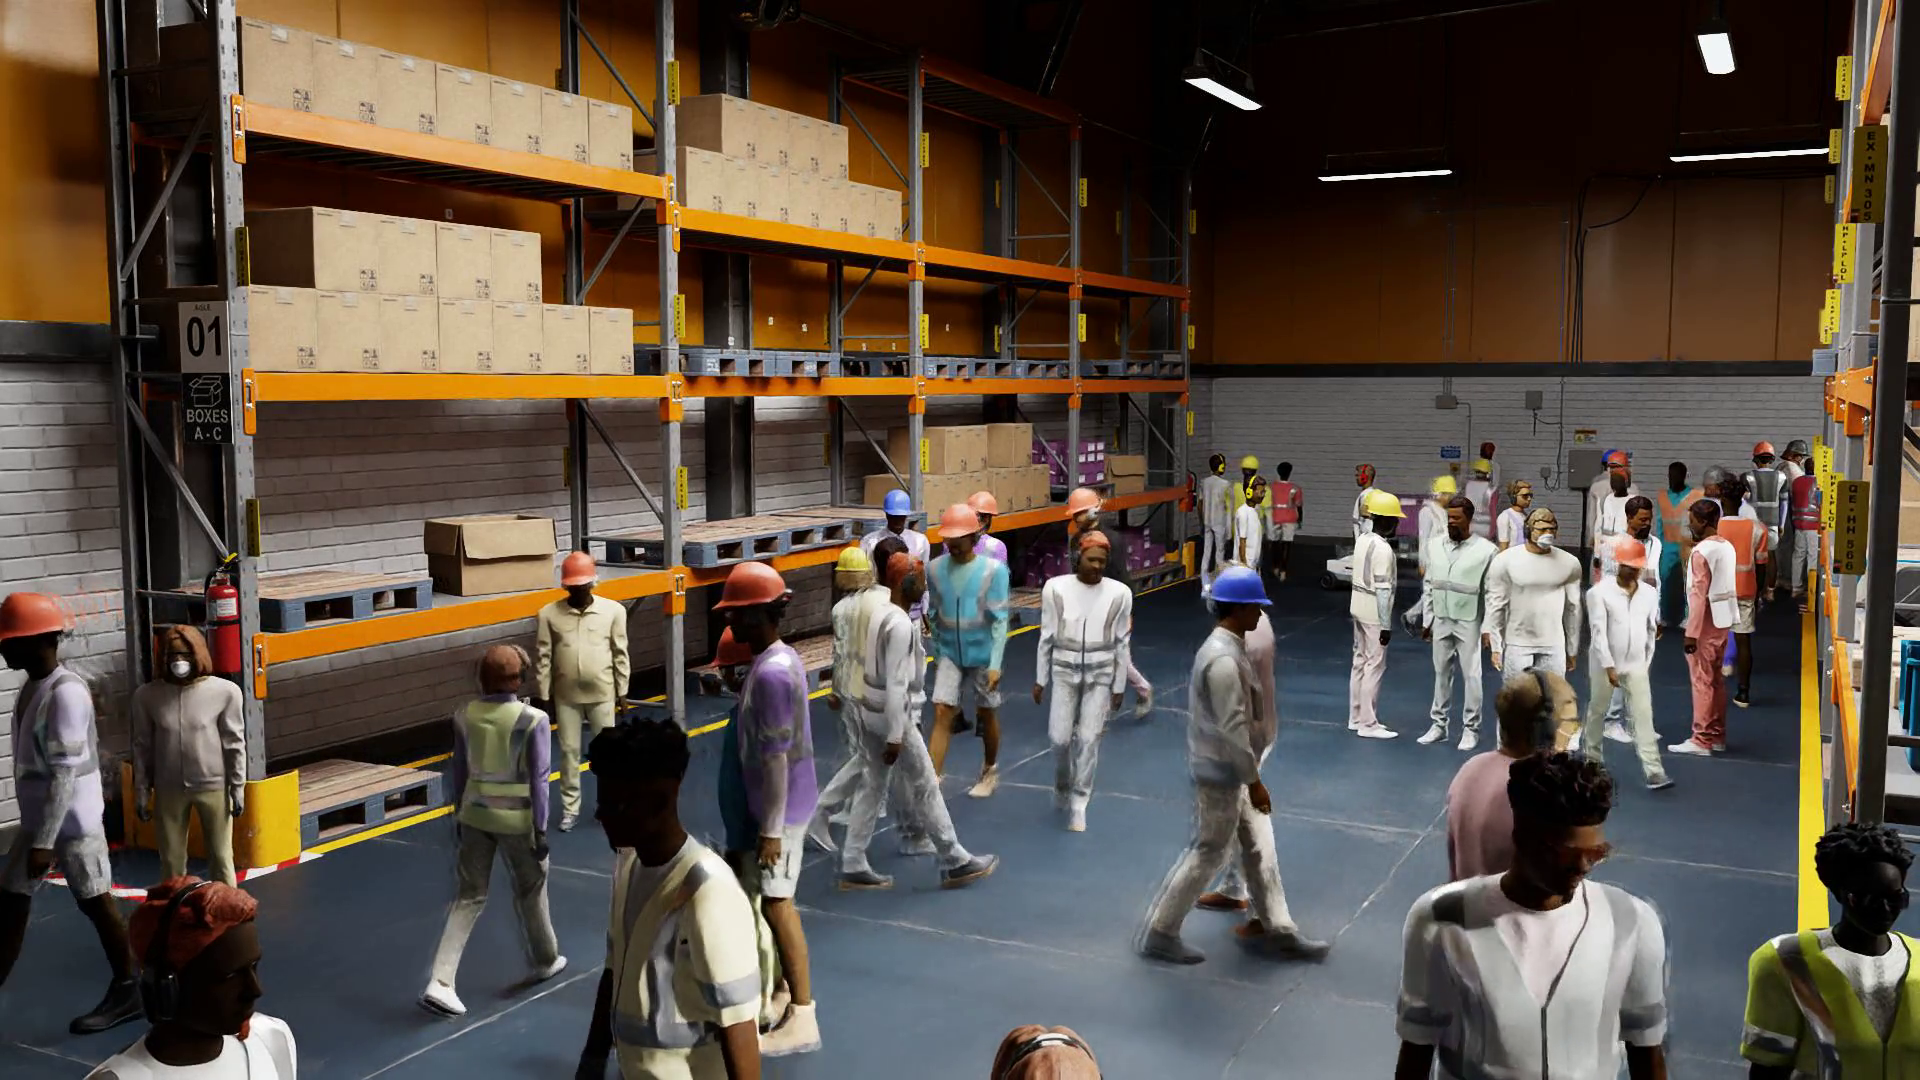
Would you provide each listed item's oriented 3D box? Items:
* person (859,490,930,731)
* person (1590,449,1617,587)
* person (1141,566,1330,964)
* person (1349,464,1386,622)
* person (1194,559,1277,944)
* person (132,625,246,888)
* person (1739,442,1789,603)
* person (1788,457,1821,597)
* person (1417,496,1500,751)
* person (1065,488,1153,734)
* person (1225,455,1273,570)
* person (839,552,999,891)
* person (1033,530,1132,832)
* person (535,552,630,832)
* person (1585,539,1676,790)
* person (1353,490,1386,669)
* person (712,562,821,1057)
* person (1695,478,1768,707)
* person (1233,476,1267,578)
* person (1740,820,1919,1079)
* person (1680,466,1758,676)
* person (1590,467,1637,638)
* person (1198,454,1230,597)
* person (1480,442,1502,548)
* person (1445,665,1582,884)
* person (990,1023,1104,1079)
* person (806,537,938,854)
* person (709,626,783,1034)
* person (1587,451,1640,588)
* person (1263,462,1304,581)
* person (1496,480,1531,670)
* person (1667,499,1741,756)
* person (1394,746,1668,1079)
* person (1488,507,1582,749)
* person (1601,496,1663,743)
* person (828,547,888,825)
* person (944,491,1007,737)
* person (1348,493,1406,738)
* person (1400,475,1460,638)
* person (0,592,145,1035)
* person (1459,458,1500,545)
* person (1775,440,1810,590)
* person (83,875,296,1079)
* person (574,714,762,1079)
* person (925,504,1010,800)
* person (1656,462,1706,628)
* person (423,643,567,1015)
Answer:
[{"bbox_3d":[-0.506,0.572,13.031,0.614,1.942,0.406,-2,6,-22],"label":"person"},{"bbox_3d":[8.265,-0.184,21.218,0.416,1.939,0.604,-1,5,-10],"label":"person"},{"bbox_3d":[1.317,1.073,7.873,0.821,1.909,0.642,1,5,13],"label":"person"},{"bbox_3d":[4.736,0.042,19.264,0.372,1.843,0.570,3,6,26],"label":"person"},{"bbox_3d":[1.426,1.033,8.386,0.560,1.900,0.681,2,6,23],"label":"person"},{"bbox_3d":[-3.660,1.207,7.920,0.503,1.628,0.287,-1,5,-12],"label":"person"},{"bbox_3d":[10.126,-0.221,21.042,0.609,2.043,0.381,0,5,2],"label":"person"},{"bbox_3d":[10.941,-0.151,21.363,0.429,1.843,0.630,-2,6,-16],"label":"person"},{"bbox_3d":[3.786,0.623,12.619,0.391,1.920,0.587,-5,7,-45],"label":"person"},{"bbox_3d":[1.176,0.550,13.265,0.720,1.953,0.657,-4,7,-36],"label":"person"},{"bbox_3d":[3.537,-0.100,20.475,0.602,1.902,0.753,3,6,28],"label":"person"},{"bbox_3d":[-0.242,0.989,9.067,0.939,1.841,0.599,-1,5,-15],"label":"person"},{"bbox_3d":[0.761,0.861,10.321,0.610,1.866,0.465,0,5,3],"label":"person"},{"bbox_3d":[-2.327,0.932,10.258,0.573,1.738,0.354,-1,5,-9],"label":"person"},{"bbox_3d":[4.554,0.845,11.345,0.551,1.699,0.867,-1,5,-7],"label":"person"},{"bbox_3d":[4.015,0.379,16.178,0.324,1.743,0.490,1,5,6],"label":"person"},{"bbox_3d":[-0.805,1.102,6.915,0.427,2.031,0.607,-1,5,-6],"label":"person"},{"bbox_3d":[6.559,0.453,14.199,0.607,1.966,0.367,1,5,6],"label":"person"},{"bbox_3d":[2.917,0.279,16.684,0.347,1.855,0.532,2,6,21],"label":"person"},{"bbox_3d":[2.193,1.524,4.106,0.532,1.696,0.319,0,5,0],"label":"person"},{"bbox_3d":[7.269,0.252,15.965,0.693,2.000,1.009,2,6,18],"label":"person"},{"bbox_3d":[7.079,0.153,17.863,0.339,1.882,0.583,-5,7,-41],"label":"person"},{"bbox_3d":[3.302,-0.180,21.521,0.331,1.872,0.513,-5,7,-42],"label":"person"},{"bbox_3d":[8.082,-0.556,25.486,0.338,1.882,0.583,5,7,43],"label":"person"},{"bbox_3d":[1.647,1.330,4.914,0.357,1.937,0.635,-1,5,-9],"label":"person"},{"bbox_3d":[0.158,1.663,2.916,0.514,1.641,0.309,-1,5,-15],"label":"person"},{"bbox_3d":[-0.500,0.918,9.732,0.873,1.886,0.590,-1,5,-13],"label":"person"},{"bbox_3d":[-0.895,1.225,7.106,0.355,1.739,0.573,1,5,12],"label":"person"},{"bbox_3d":[7.678,-0.048,19.512,0.410,1.986,0.619,-5,7,-44],"label":"person"},{"bbox_3d":[4.587,-0.270,23.521,0.553,1.662,0.806,2,6,20],"label":"person"},{"bbox_3d":[5.363,0.342,16.041,0.345,1.846,0.508,5,7,43],"label":"person"},{"bbox_3d":[5.588,0.650,12.415,0.410,1.908,0.598,5,7,43],"label":"person"},{"bbox_3d":[1.371,1.426,4.025,0.672,1.936,0.735,1,5,7],"label":"person"},{"bbox_3d":[3.949,0.732,11.435,0.635,1.932,0.363,0,5,2],"label":"person"},{"bbox_3d":[5.190,0.606,12.881,0.598,1.908,0.402,-3,6,-29],"label":"person"},{"bbox_3d":[-0.658,0.911,10.458,0.303,1.742,0.493,4,7,36],"label":"person"},{"bbox_3d":[0.142,0.582,13.068,0.548,1.924,0.387,3,6,27],"label":"person"},{"bbox_3d":[3.264,0.589,13.015,0.398,1.919,0.589,0,5,-5],"label":"person"},{"bbox_3d":[5.023,0.214,17.589,0.598,1.811,0.557,-4,7,-39],"label":"person"},{"bbox_3d":[-3.850,1.169,6.847,0.566,1.893,0.948,5,7,41],"label":"person"},{"bbox_3d":[6.760,-0.169,21.745,0.697,1.814,0.600,-4,7,-39],"label":"person"},{"bbox_3d":[11.263,-0.351,22.451,0.536,2.000,0.676,1,5,6],"label":"person"},{"bbox_3d":[-1.393,1.537,3.038,0.351,1.878,0.569,2,6,18],"label":"person"},{"bbox_3d":[-0.794,1.400,4.167,0.867,1.924,0.613,-3,6,-26],"label":"person"},{"bbox_3d":[0.008,0.766,10.714,0.620,1.980,1.086,2,6,23],"label":"person"},{"bbox_3d":[8.069,0.073,18.731,0.777,1.888,0.621,-4,7,-39],"label":"person"},{"bbox_3d":[-2.076,1.266,7.397,0.532,1.596,0.851,2,6,16],"label":"person"}]
